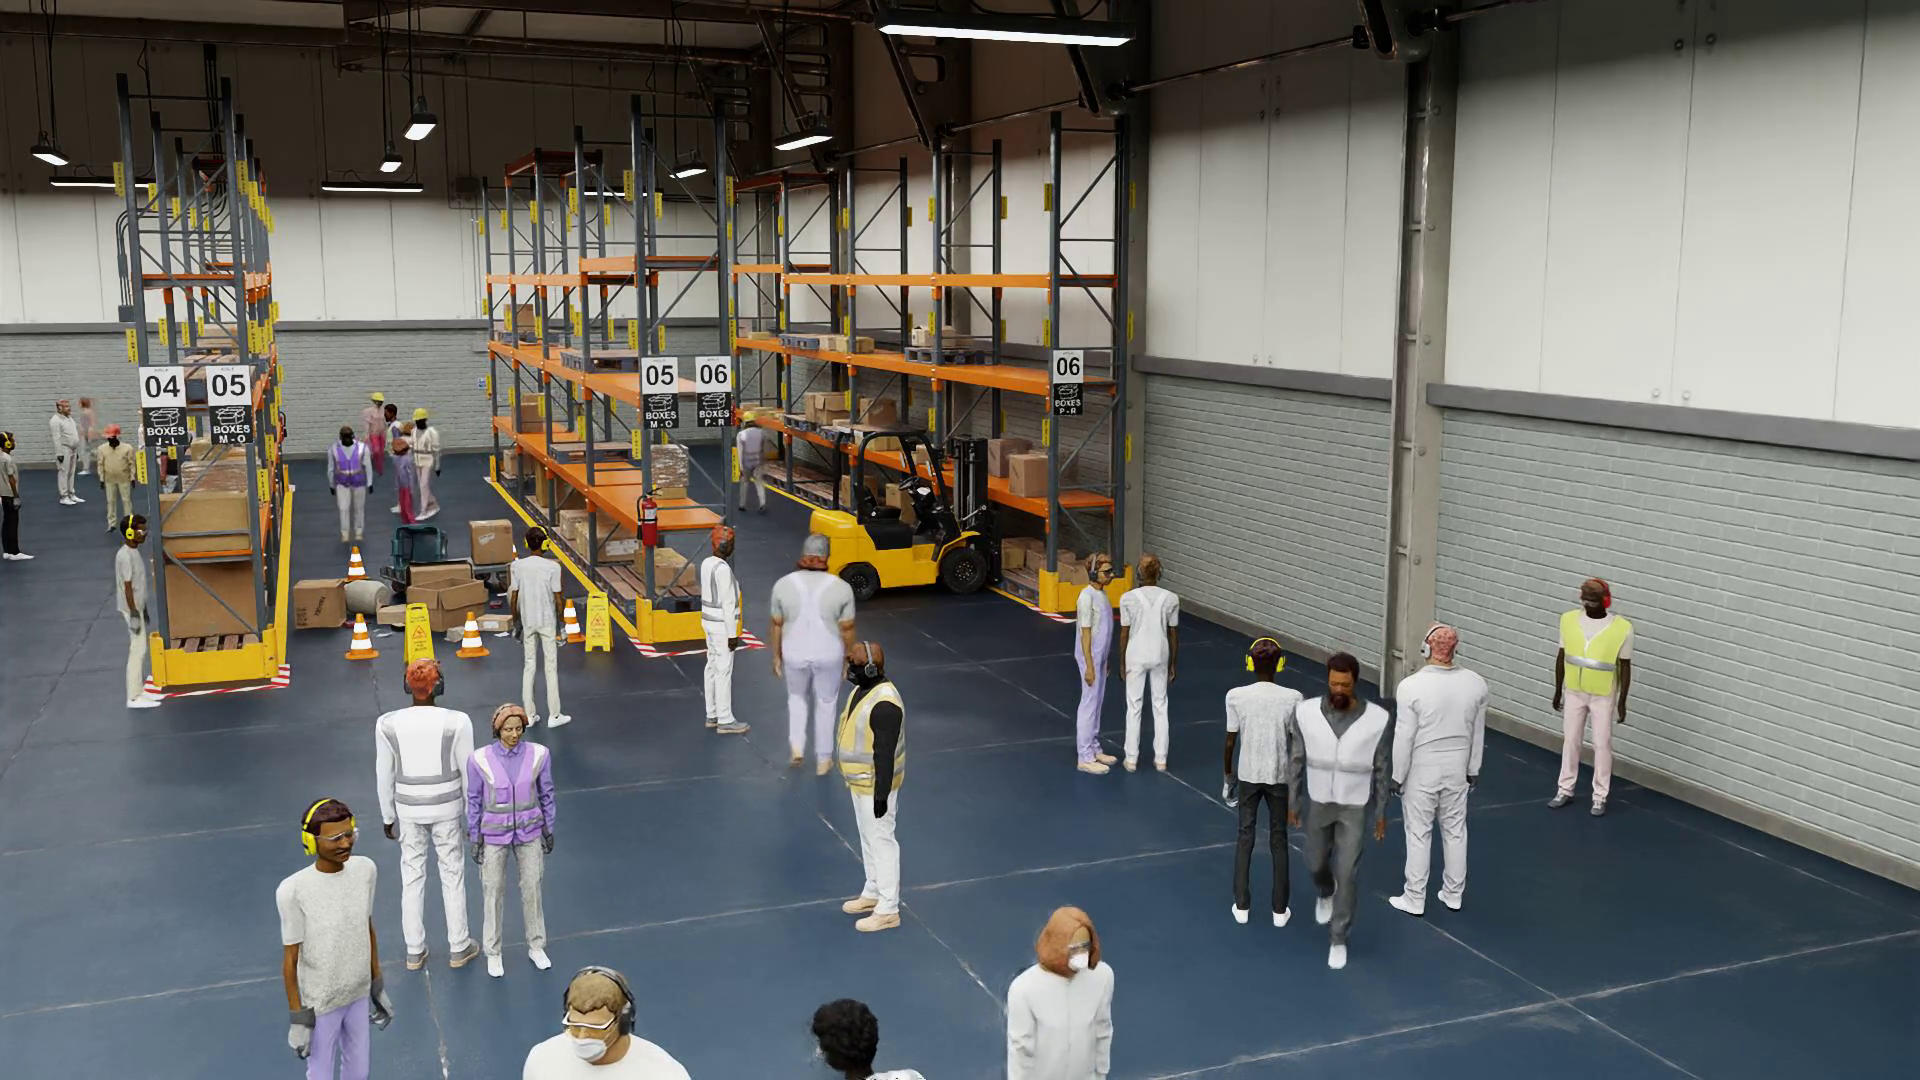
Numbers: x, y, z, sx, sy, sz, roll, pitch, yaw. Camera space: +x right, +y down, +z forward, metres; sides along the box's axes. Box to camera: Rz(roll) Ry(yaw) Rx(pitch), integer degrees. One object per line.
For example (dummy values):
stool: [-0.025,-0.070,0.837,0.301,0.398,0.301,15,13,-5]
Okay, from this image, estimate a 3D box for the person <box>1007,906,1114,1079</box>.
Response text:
person: [0.434,2.273,6.706,0.517,1.606,0.718,-4,10,-21]

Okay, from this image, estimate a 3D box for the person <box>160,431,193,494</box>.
person: [-12.561,-1.100,26.630,0.410,2.028,0.620,3,10,19]

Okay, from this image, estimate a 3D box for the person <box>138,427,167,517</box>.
person: [-13.755,-1.331,28.516,0.583,1.882,0.337,-3,9,-17]

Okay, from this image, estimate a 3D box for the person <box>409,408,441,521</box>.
person: [-9.103,-1.294,28.300,0.599,1.908,0.735,6,11,31]

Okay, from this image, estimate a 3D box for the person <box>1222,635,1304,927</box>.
person: [1.932,1.532,10.586,0.510,1.862,0.329,2,9,13]

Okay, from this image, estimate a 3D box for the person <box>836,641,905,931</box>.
person: [-0.571,1.545,10.580,0.429,1.838,0.623,-3,10,-19]

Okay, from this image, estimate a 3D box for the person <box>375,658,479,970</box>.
person: [-3.153,1.625,9.910,0.584,1.882,0.347,-1,9,-5]

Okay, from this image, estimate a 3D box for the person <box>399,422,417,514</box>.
person: [-9.552,-1.233,28.780,0.512,1.603,0.425,7,12,38]

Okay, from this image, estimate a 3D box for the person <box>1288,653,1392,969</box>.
person: [2.311,1.589,10.138,0.600,1.895,0.667,3,10,20]

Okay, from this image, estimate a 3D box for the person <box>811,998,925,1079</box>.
person: [-0.322,2.392,5.754,0.549,1.686,0.340,-5,10,-30]

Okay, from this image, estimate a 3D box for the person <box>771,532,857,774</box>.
person: [-1.196,0.925,13.823,0.710,2.000,0.536,1,9,3]

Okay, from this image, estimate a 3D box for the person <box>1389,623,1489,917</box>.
person: [3.061,1.480,10.752,0.651,1.907,0.409,-3,9,-16]

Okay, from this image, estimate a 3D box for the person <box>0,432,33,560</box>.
person: [-13.808,-0.640,24.195,0.518,1.876,0.326,7,12,39]

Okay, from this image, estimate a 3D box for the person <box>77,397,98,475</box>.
person: [-18.091,-2.170,34.595,0.541,1.622,0.529,-2,9,-14]

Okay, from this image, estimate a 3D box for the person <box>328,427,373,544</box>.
person: [-9.393,-0.841,25.660,0.656,1.804,0.851,-3,10,-19]

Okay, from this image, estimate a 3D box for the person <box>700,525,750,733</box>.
person: [-2.158,0.803,15.077,0.356,1.887,0.572,-5,10,-29]

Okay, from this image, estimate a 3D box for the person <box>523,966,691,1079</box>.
person: [-1.150,2.305,5.491,0.630,1.933,0.364,4,10,21]

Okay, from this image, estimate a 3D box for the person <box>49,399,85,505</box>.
person: [-16.162,-1.595,30.110,0.410,1.909,0.643,-1,9,-5]

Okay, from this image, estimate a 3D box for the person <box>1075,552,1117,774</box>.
person: [1.137,1.015,13.874,0.341,1.846,0.510,3,10,19]

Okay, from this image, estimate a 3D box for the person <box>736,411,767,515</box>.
person: [-3.597,-1.332,28.811,0.588,1.796,0.863,-5,10,-27]

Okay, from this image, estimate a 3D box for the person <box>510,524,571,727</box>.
person: [-3.849,0.787,15.234,0.532,1.868,0.310,1,9,9]

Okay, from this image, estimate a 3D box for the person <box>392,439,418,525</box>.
person: [-8.645,-0.783,25.958,0.348,1.600,0.520,-7,11,-38]

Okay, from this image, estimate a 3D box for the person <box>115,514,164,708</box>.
person: [-7.903,0.675,15.970,0.326,1.865,0.538,-4,10,-21]

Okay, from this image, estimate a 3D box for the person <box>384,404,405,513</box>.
person: [-9.836,-1.432,29.094,0.398,1.910,0.585,-4,10,-22]

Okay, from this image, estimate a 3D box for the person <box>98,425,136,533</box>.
person: [-13.566,-0.987,26.768,0.563,1.748,0.340,-2,9,-11]

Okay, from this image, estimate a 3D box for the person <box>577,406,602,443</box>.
person: [-6.848,-1.652,30.988,0.576,1.736,0.610,4,10,22]

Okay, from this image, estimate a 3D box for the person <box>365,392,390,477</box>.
person: [-11.937,-2.162,34.167,0.456,1.747,0.547,7,12,38]

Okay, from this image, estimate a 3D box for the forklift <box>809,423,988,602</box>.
forklift: [-0.830,-0.399,21.676,2.313,2.155,1.214,-4,10,-21]

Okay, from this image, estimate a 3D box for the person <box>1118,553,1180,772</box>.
person: [1.567,1.025,13.855,0.501,1.839,0.342,-1,9,-5]

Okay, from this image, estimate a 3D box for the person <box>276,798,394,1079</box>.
person: [-2.737,2.042,7.333,0.324,1.872,0.514,5,10,30]

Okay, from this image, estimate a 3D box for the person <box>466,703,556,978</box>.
person: [-2.652,1.762,9.852,0.514,1.633,0.313,-4,10,-25]

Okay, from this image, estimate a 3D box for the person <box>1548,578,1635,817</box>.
person: [4.853,1.193,12.779,0.563,1.837,0.392,8,12,39]
